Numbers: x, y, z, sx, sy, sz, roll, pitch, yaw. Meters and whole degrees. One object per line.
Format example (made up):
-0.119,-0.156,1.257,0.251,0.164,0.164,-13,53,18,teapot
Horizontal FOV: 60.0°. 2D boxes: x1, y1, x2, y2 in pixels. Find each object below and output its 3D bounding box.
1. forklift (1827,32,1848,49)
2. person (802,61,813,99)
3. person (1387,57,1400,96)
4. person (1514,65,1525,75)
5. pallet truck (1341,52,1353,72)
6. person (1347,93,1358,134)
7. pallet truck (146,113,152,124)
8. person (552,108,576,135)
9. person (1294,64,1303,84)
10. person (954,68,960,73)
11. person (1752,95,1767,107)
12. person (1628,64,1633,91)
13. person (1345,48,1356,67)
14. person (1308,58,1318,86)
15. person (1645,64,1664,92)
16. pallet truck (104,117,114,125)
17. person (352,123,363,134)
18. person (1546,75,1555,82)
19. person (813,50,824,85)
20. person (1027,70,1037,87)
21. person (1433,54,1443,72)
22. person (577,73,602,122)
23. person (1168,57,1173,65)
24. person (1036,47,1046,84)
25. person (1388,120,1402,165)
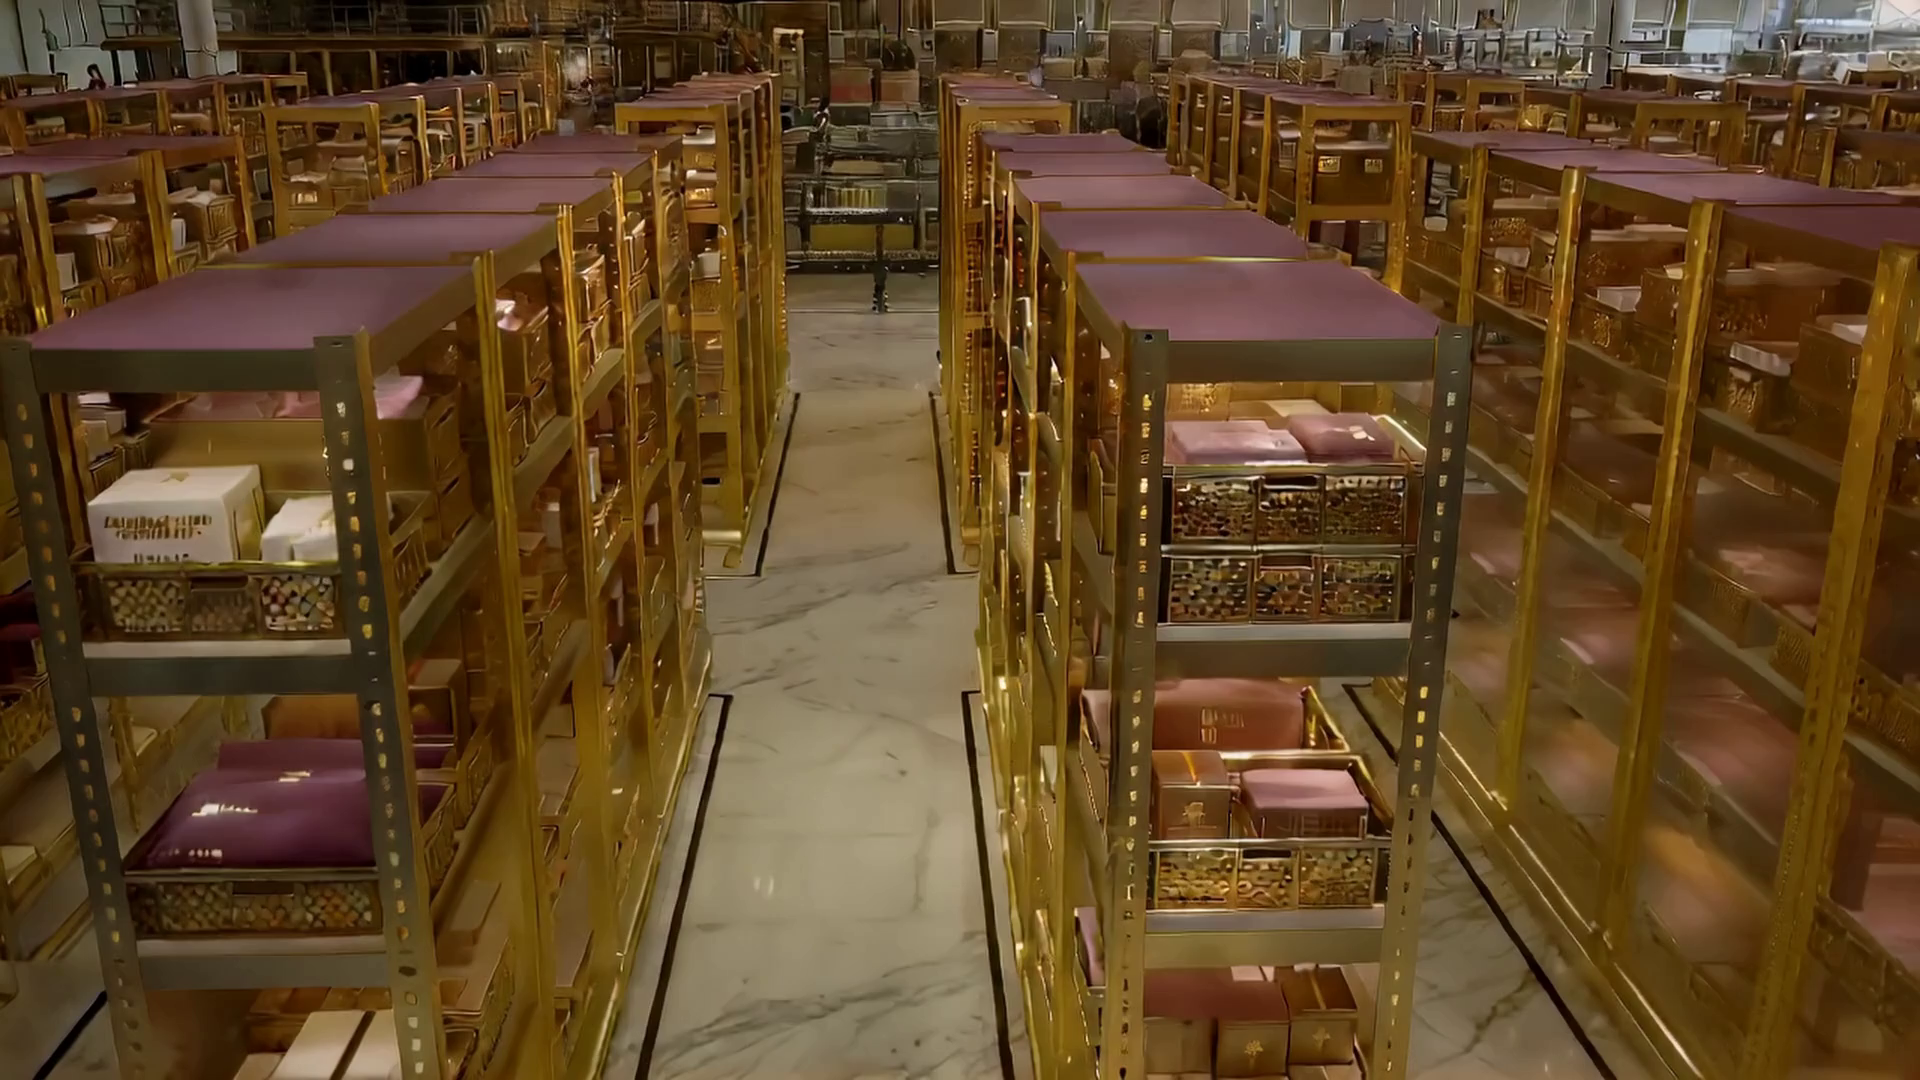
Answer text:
46.023,-25.321,87.619,1.129,2.768,1.873,-1,18,-2,forklift
-7.156,-21.365,77.295,0.491,1.685,0.935,-9,20,-25,person
20.647,-22.105,79.341,0.429,1.838,0.622,-11,21,-32,person
23.033,-18.657,68.647,0.458,1.852,0.554,-11,21,-30,person
18.794,-23.123,82.231,0.823,1.965,1.885,-13,22,-35,pallet truck
12.385,-13.251,52.349,0.505,1.580,0.884,-1,18,-3,person
-18.087,-8.309,36.390,1.885,1.965,0.823,-1,18,-4,pallet truck
-9.586,-9.559,40.474,0.676,1.852,0.976,3,18,9,person
13.664,-18.267,67.332,0.376,1.917,0.599,13,22,35,person
-0.145,-16.954,63.240,0.599,1.937,0.814,-4,18,-11,person
27.179,-14.628,56.508,0.564,1.647,0.830,-6,19,-17,person
29.648,-20.419,73.958,0.627,1.941,0.374,-3,18,-9,person
21.407,-26.005,91.287,0.586,1.915,0.386,8,19,23,person
17.621,-23.257,83.162,0.532,1.674,0.749,16,24,40,person
28.872,-18.873,69.012,1.008,2.000,0.691,-10,20,-27,person
-18.367,-7.885,35.078,1.885,1.965,0.823,1,18,2,pallet truck
-13.338,-8.559,37.090,0.373,2.042,0.614,3,18,10,person
20.100,-14.924,56.957,0.374,1.935,0.552,4,18,13,person
-7.704,-25.709,90.508,0.618,1.836,0.431,-12,21,-32,person
2.580,-16.668,62.437,0.961,1.874,0.596,7,19,20,person
22.931,-22.302,79.786,0.369,1.938,0.630,-8,19,-23,person
-13.947,-16.648,62.534,1.009,1.800,0.510,-11,21,-32,person
9.851,-21.667,77.943,0.515,1.865,0.329,-12,21,-33,person
4.362,-25.930,90.945,0.552,1.978,0.633,9,20,26,person
11.274,-10.241,42.691,0.600,1.806,0.761,0,18,1,person
